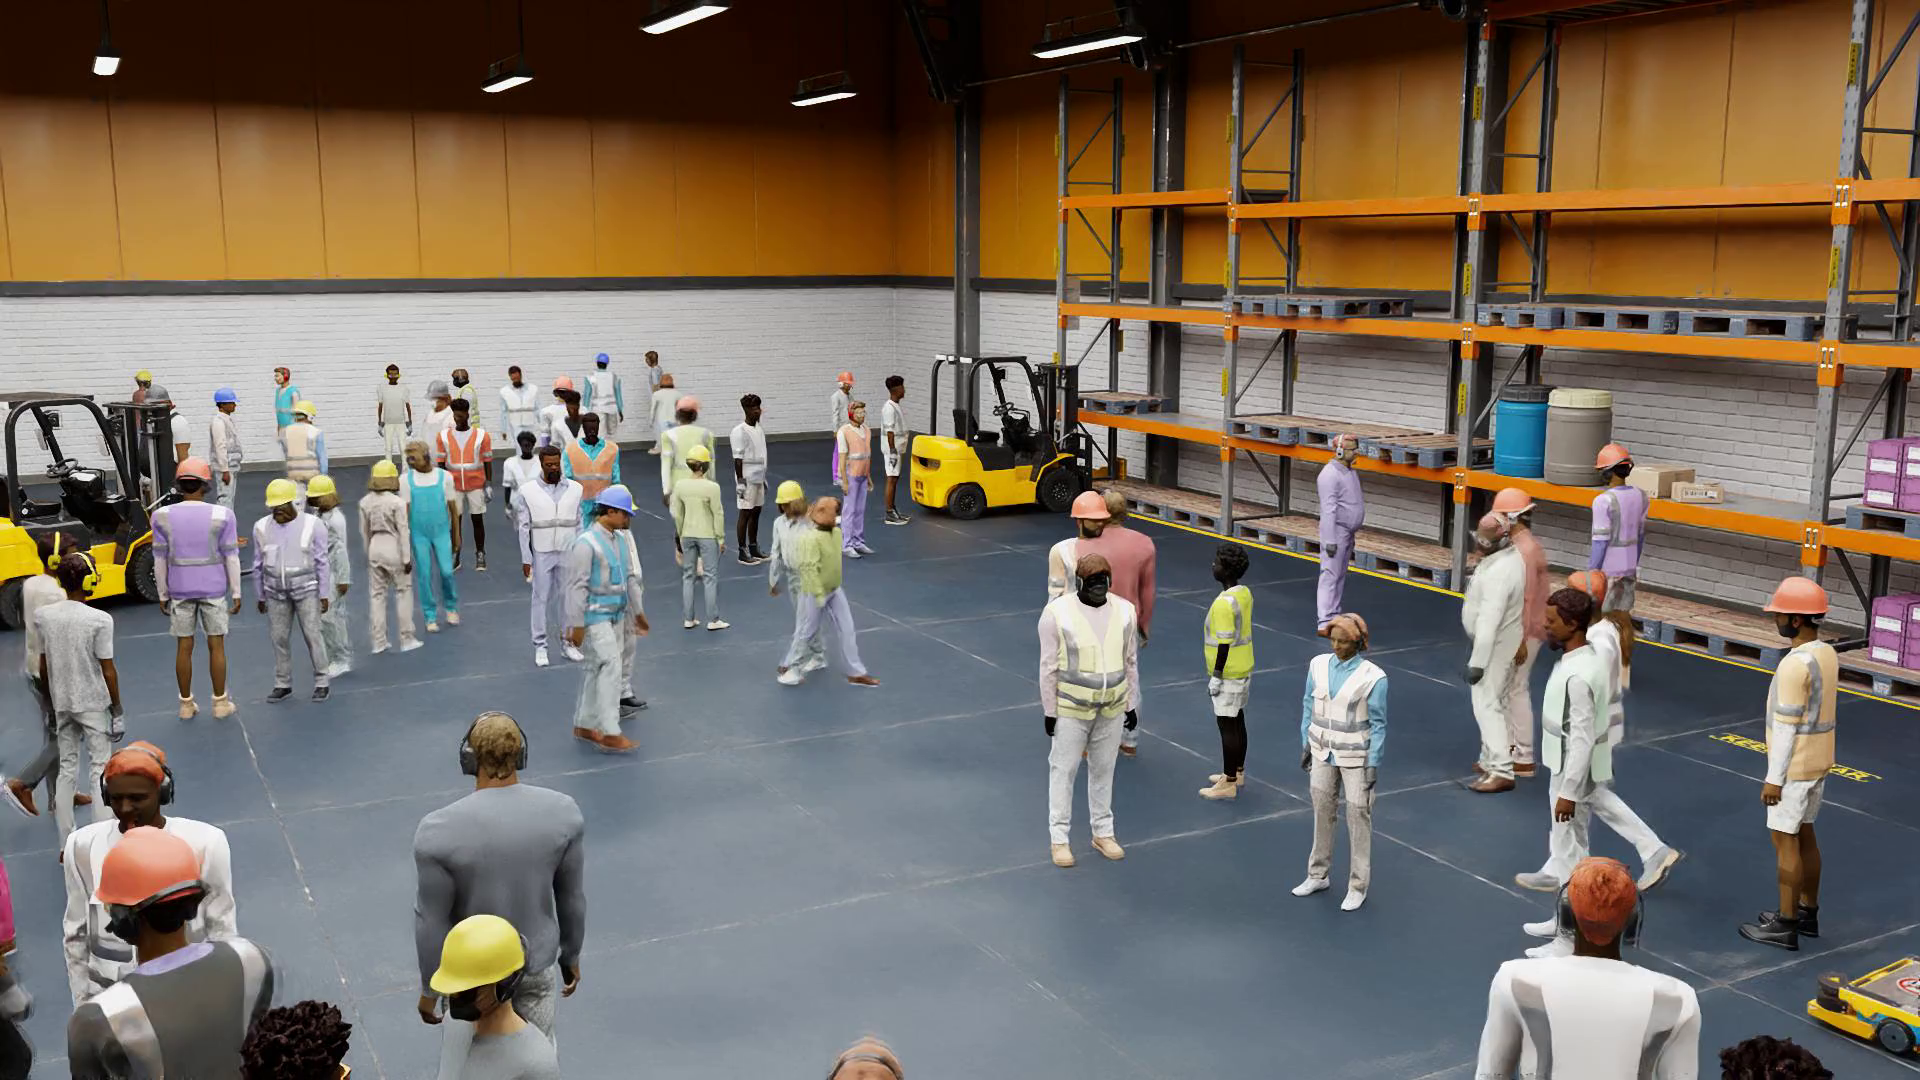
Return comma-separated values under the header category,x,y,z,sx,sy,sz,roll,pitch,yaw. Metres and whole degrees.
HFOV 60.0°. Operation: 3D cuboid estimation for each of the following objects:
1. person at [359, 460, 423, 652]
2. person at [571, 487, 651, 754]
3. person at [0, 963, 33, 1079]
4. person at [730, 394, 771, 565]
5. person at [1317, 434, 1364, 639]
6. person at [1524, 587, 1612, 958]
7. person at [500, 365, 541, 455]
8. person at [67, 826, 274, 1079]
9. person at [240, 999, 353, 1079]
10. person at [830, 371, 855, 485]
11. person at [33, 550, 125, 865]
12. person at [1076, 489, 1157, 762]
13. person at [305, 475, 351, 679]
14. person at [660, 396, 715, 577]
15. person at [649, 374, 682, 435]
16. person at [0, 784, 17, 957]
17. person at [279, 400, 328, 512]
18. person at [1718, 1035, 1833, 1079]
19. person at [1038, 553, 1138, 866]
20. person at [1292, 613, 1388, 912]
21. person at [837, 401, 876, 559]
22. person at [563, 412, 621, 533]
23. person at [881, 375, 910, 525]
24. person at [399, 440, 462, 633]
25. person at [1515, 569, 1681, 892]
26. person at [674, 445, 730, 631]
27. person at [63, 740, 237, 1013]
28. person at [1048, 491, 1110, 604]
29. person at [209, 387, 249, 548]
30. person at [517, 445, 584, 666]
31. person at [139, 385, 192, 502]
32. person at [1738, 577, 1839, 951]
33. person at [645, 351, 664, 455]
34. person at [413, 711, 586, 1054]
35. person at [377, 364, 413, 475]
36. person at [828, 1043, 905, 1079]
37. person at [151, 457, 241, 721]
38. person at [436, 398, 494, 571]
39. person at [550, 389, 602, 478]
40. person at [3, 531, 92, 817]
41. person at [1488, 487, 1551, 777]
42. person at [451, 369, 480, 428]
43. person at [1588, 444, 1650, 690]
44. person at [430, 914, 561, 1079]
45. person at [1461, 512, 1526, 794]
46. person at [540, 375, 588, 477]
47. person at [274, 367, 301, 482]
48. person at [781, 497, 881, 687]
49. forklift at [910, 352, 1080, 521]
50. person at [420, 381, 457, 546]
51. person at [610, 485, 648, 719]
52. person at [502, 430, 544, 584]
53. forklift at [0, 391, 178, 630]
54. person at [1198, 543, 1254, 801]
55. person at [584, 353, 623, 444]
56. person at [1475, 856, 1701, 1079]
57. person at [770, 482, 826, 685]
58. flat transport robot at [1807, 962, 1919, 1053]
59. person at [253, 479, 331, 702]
category,x,y,z,sx,sy,sz,roll,pitch,yaw
person,-5.136,0.151,14.923,0.508,1.729,0.465,3,10,17
person,-2.492,0.572,12.009,0.754,1.895,0.632,3,10,16
person,-3.718,1.620,6.148,0.561,1.830,0.434,8,13,39
person,-2.396,-0.705,19.133,0.361,1.965,0.613,4,11,21
person,3.547,-0.039,15.471,0.405,1.911,0.636,5,11,29
person,3.098,1.184,8.405,0.372,1.914,0.597,3,10,18
person,-6.703,-1.743,25.395,0.621,1.878,0.804,-5,11,-28
person,-2.126,1.788,4.618,0.695,2.023,0.616,5,11,28
person,-1.429,1.973,3.718,0.604,1.966,0.367,0,10,-1
person,-1.764,-1.722,25.608,0.345,1.746,0.573,5,11,26
person,-5.114,0.989,9.702,0.510,1.861,0.324,1,10,7
person,1.060,0.609,11.678,0.675,1.933,0.414,-3,10,-18
person,-5.349,0.307,14.004,0.402,1.730,0.536,-8,12,-37
person,-3.016,-0.598,18.492,0.626,1.971,1.110,-3,10,-18
person,-4.781,-1.907,27.149,0.507,1.582,0.851,-6,11,-29
person,-5.022,1.322,8.453,0.284,1.626,0.509,-6,11,-31
person,-7.957,-0.794,20.181,0.602,1.787,0.799,1,10,5
person,1.749,2.017,3.651,0.606,1.918,1.024,5,11,29
person,0.767,0.984,9.770,0.623,1.845,0.430,-3,10,-19
person,2.092,1.200,9.117,0.307,1.638,0.511,-10,14,-44
person,-1.235,-0.719,19.559,0.390,1.846,0.564,6,11,30
person,-3.880,-0.404,17.586,0.587,1.910,0.396,-4,10,-20
person,-0.856,-1.194,21.950,0.367,1.966,0.607,1,10,4
person,-4.995,-0.035,15.697,0.548,1.817,0.405,-2,10,-13
person,3.581,1.074,9.199,0.785,1.863,0.609,4,10,20
person,-2.454,-0.020,15.766,0.522,1.770,0.310,4,11,23
person,-2.870,1.632,5.919,0.572,1.885,0.356,-1,10,-8
person,0.887,0.621,11.572,0.552,1.939,0.352,-2,10,-12
person,-8.890,-0.879,20.186,0.399,1.949,0.605,-3,10,-14
person,-3.550,0.122,14.513,0.593,1.920,0.391,-7,12,-34
person,-9.403,-0.825,19.613,0.681,2.000,0.535,5,11,25
person,4.297,1.147,8.604,0.388,1.929,0.539,9,13,42
person,-5.393,-2.429,29.431,0.345,1.840,0.504,0,10,-2
person,-1.676,1.577,6.121,0.635,1.928,0.382,-8,12,-37
person,-8.724,-1.785,25.674,0.510,1.860,0.333,-3,10,-19
person,-0.232,2.039,4.456,0.537,1.575,0.835,0,10,2
person,-5.814,0.379,12.730,0.608,2.030,0.408,-2,10,-13
person,-5.553,-0.621,18.652,0.613,1.963,0.362,-2,10,-9
person,-4.698,-0.917,20.468,0.640,1.930,0.752,-2,10,-11
person,-5.770,0.860,10.492,0.531,1.845,0.552,6,12,31
person,3.835,0.622,11.475,0.449,1.972,0.670,2,10,12
person,-7.465,-1.670,25.101,0.429,1.830,0.636,-3,10,-19
person,5.280,0.239,13.510,0.605,2.034,0.392,-6,12,-32
person,-1.320,1.899,4.723,0.524,1.768,0.311,8,13,38
person,3.563,0.733,11.138,0.428,1.879,0.739,5,11,27
person,-4.932,-1.038,20.834,0.607,2.044,0.372,-2,10,-13
person,-10.172,-1.704,25.244,0.570,1.840,0.372,8,13,40
person,-1.106,0.425,13.735,0.858,1.585,0.512,6,12,31
forklift,0.460,-1.461,22.833,2.313,2.155,1.214,-5,11,-28
person,-6.315,-0.949,20.326,0.700,2.000,0.630,7,12,35
person,-2.639,0.472,12.793,0.403,1.817,0.602,2,10,9
person,-4.723,-0.399,18.261,0.530,1.669,0.783,-1,10,-4
forklift,-9.026,-0.363,16.508,1.214,2.155,2.313,6,11,29
person,1.758,0.856,10.917,0.318,1.700,0.535,4,11,23
person,-5.929,-2.149,27.694,0.647,1.902,0.740,-5,11,-27
person,1.847,1.819,4.978,0.606,1.829,0.970,3,10,17
person,-1.353,0.346,13.907,0.527,1.682,0.890,7,12,34
flat transport robot,4.614,2.192,7.335,0.652,0.197,1.431,-7,12,-33
person,-5.298,0.405,13.209,0.601,1.814,0.407,0,10,-2
